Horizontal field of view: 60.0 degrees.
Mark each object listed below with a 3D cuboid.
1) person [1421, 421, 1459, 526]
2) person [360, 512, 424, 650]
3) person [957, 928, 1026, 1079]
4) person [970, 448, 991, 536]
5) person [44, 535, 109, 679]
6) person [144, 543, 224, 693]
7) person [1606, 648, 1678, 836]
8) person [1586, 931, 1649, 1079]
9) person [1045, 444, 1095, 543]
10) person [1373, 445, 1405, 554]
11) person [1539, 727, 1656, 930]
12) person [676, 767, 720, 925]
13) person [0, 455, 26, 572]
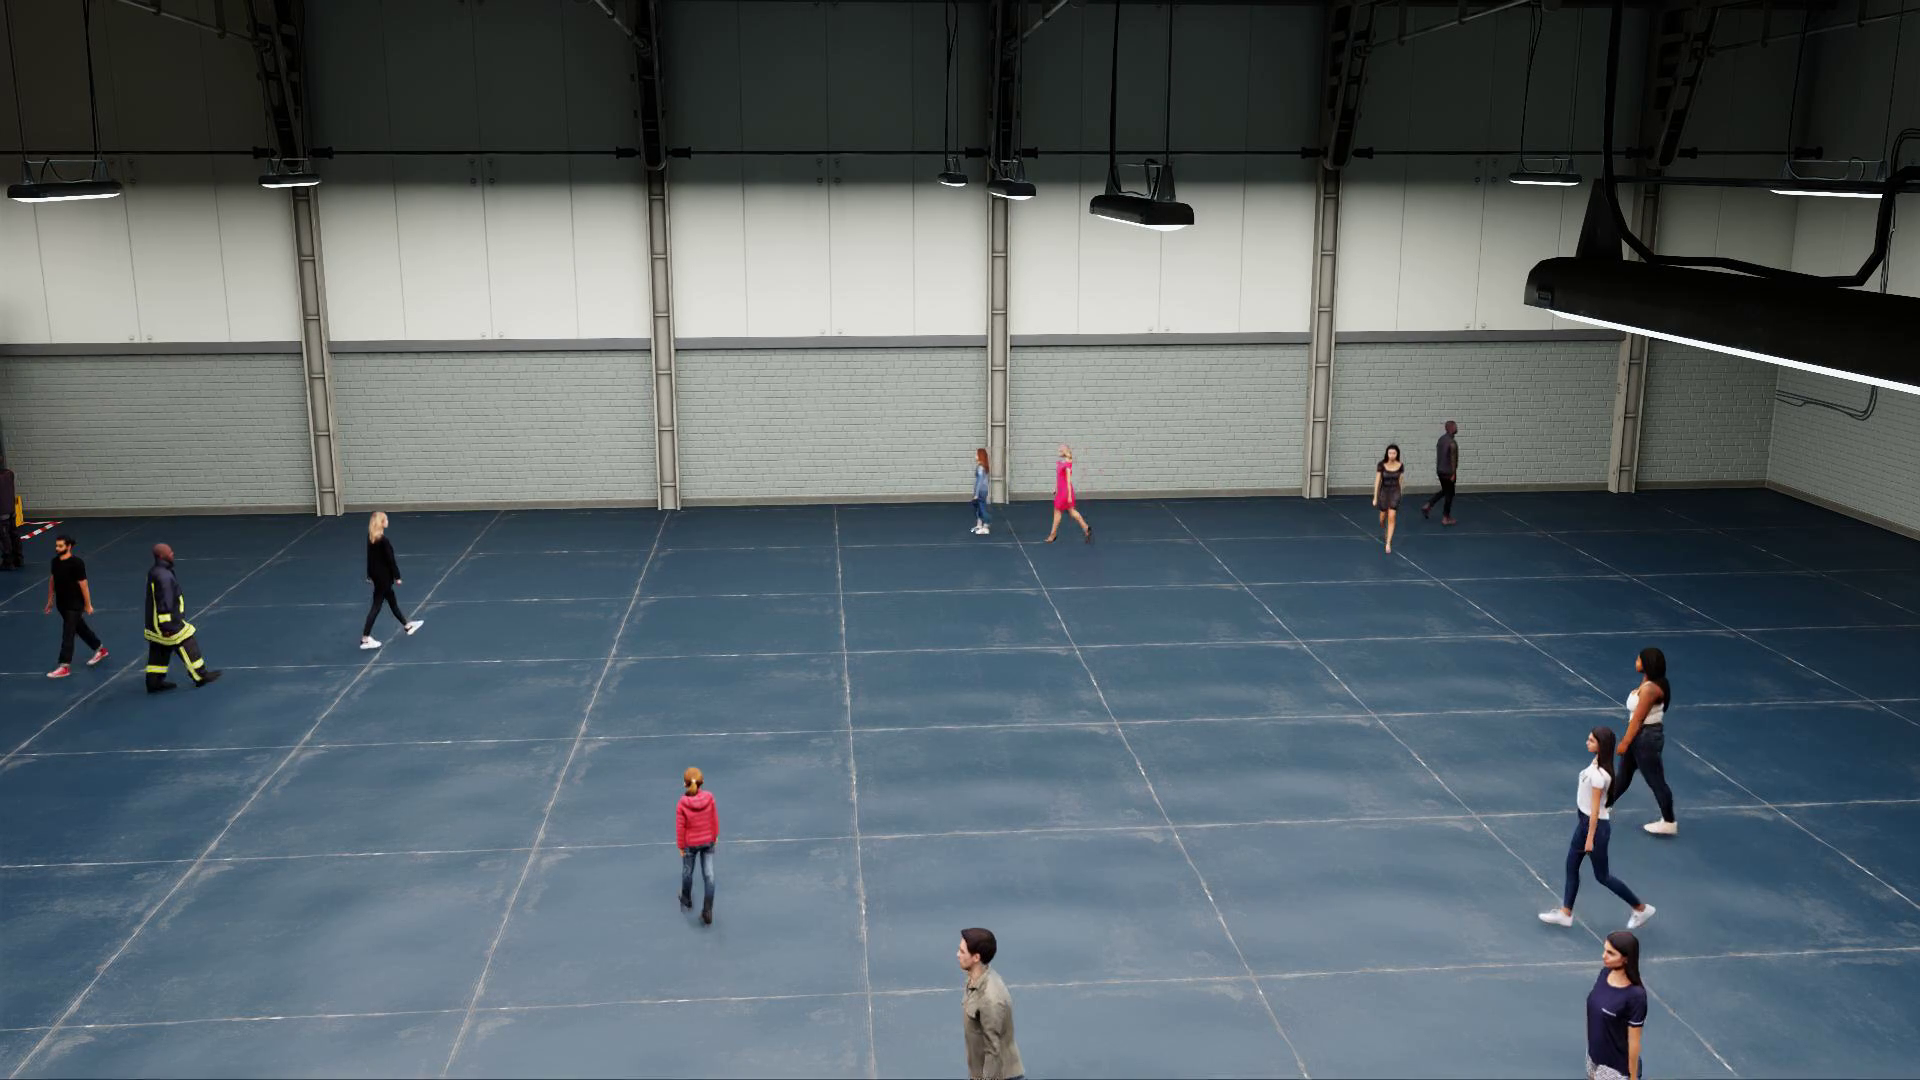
[{"bbox_3d":[8.315,-1.154,28.692,0.923,1.825,0.767,-3,13,-12],"label":"person"},{"bbox_3d":[-7.551,0.560,21.459,1.143,1.748,1.235,12,17,41],"label":"person"},{"bbox_3d":[0.281,3.192,9.916,0.928,1.828,0.805,-5,14,-20],"label":"person"},{"bbox_3d":[0.435,-0.814,28.013,0.575,1.469,0.620,0,13,2],"label":"person"},{"bbox_3d":[-10.912,0.787,20.552,1.197,1.715,1.079,6,14,23],"label":"person"},{"bbox_3d":[-9.508,0.939,19.722,1.202,1.793,1.063,-10,16,-37],"label":"person"},{"bbox_3d":[6.524,1.920,15.551,1.213,1.765,1.050,7,15,28],"label":"person"},{"bbox_3d":[4.033,3.195,10.096,1.033,1.741,0.625,-3,13,-11],"label":"person"},{"bbox_3d":[1.812,-0.753,27.302,1.017,1.670,0.630,0,13,0],"label":"person"},{"bbox_3d":[6.939,-0.676,26.789,1.046,1.751,0.906,3,13,14],"label":"person"},{"bbox_3d":[5.276,2.392,13.558,1.186,1.744,0.855,3,13,13],"label":"person"},{"bbox_3d":[-2.156,2.558,13.842,0.793,1.292,0.705,-4,14,-17],"label":"person"},{"bbox_3d":[-14.749,-0.451,25.654,0.675,1.826,0.747,2,13,8],"label":"person"}]
